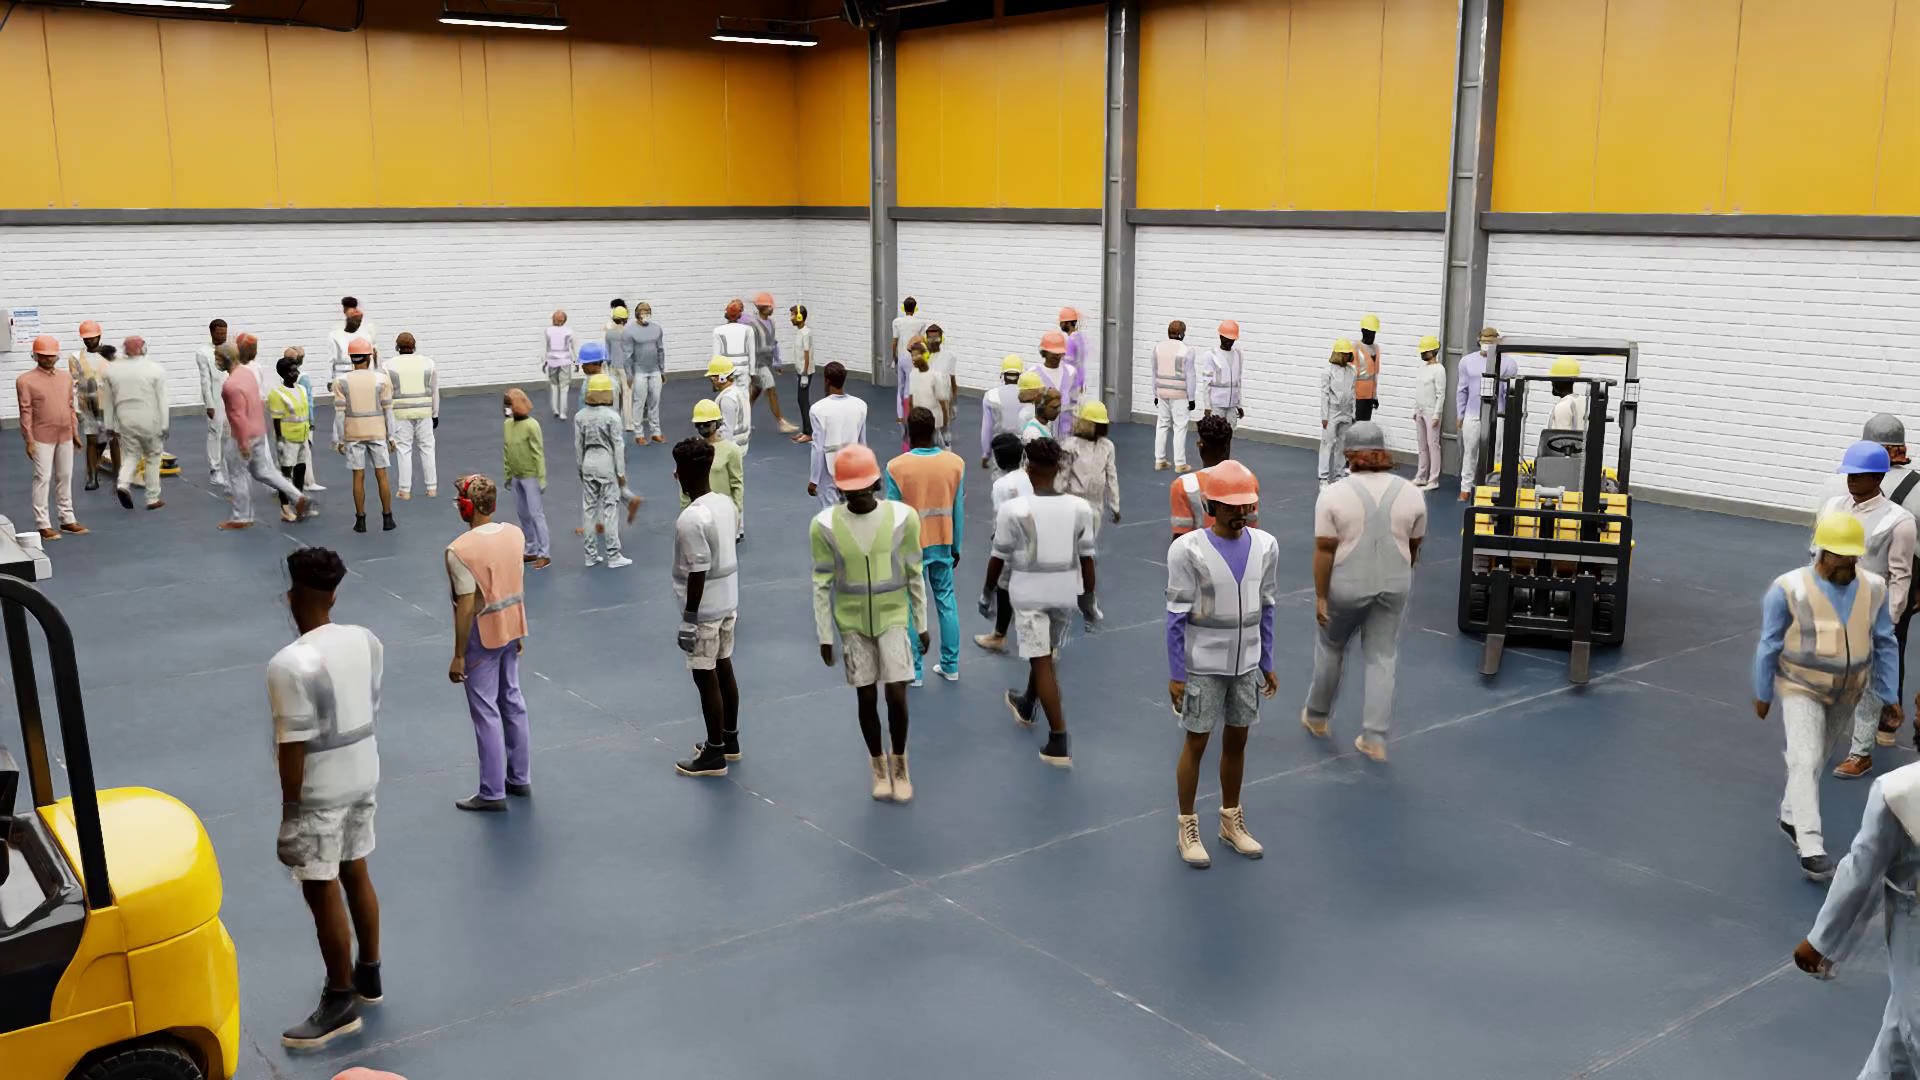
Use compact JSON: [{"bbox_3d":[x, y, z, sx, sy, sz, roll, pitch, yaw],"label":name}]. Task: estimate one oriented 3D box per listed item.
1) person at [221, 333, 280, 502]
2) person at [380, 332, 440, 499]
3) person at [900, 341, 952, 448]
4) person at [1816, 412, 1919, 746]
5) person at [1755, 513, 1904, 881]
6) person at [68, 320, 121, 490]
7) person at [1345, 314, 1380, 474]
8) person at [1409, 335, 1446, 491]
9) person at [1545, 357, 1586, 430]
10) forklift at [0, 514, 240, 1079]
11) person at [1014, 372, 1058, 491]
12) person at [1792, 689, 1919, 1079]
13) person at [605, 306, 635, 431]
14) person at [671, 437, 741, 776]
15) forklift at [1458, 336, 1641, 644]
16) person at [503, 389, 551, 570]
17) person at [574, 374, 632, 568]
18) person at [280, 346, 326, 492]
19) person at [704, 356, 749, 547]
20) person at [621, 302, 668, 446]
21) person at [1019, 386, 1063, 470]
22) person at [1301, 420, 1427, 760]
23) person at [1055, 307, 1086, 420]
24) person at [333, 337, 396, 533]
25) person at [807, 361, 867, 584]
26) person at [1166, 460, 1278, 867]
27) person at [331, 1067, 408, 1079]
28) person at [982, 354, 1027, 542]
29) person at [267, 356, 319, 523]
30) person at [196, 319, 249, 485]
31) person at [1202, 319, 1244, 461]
[{"bbox_3d":[-7.643,-1.302,17.974,0.919,1.838,0.597,4,12,18],"label":"person"},{"bbox_3d":[-6.051,-1.367,18.323,0.624,1.844,0.429,-7,13,-29],"label":"person"},{"bbox_3d":[-0.328,-1.206,17.644,1.008,1.815,0.485,-8,14,-34],"label":"person"},{"bbox_3d":[5.545,0.223,10.160,0.681,2.000,0.535,3,12,15],"label":"person"},{"bbox_3d":[4.301,0.759,8.181,0.614,1.789,0.898,-1,12,-4],"label":"person"},{"bbox_3d":[-9.765,-1.526,18.857,0.552,1.934,0.373,-5,13,-22],"label":"person"},{"bbox_3d":[4.842,-1.741,19.929,0.590,1.923,0.383,-11,16,-42],"label":"person"},{"bbox_3d":[5.300,-1.442,18.886,0.320,1.762,0.522,-3,12,-14],"label":"person"},{"bbox_3d":[5.280,-0.648,14.637,0.368,1.925,0.594,7,14,30],"label":"person"},{"bbox_3d":[-3.687,1.115,5.480,2.313,2.155,1.214,-9,15,-36],"label":"forklift"},{"bbox_3d":[0.710,-0.688,15.354,0.486,1.718,0.498,-10,16,-41],"label":"person"},{"bbox_3d":[3.120,1.313,5.339,0.599,1.865,0.999,-4,12,-19],"label":"person"},{"bbox_3d":[-4.789,-2.425,23.618,0.537,1.769,0.318,7,13,29],"label":"person"},{"bbox_3d":[-1.469,0.380,9.584,0.361,1.962,0.612,3,12,13],"label":"person"},{"bbox_3d":[4.683,-0.471,13.136,1.214,2.155,2.313,4,12,20],"label":"forklift"},{"bbox_3d":[-3.897,-0.548,14.908,0.521,1.622,0.315,10,15,39],"label":"person"},{"bbox_3d":[-3.220,-0.624,14.978,0.492,1.740,0.325,5,13,22],"label":"person"},{"bbox_3d":[-7.469,-1.367,18.799,0.520,1.645,0.307,9,14,36],"label":"person"},{"bbox_3d":[-2.219,-0.846,15.875,0.403,1.818,0.601,-1,12,-3],"label":"person"},{"bbox_3d":[-4.218,-2.223,22.260,0.386,1.927,0.641,11,16,43],"label":"person"},{"bbox_3d":[0.644,-0.342,13.433,0.362,1.820,0.542,2,12,10],"label":"person"},{"bbox_3d":[2.411,0.244,10.055,0.694,2.000,0.887,-1,12,-4],"label":"person"},{"bbox_3d":[1.327,-2.017,21.265,0.643,1.915,0.576,3,12,15],"label":"person"},{"bbox_3d":[-5.907,-1.043,16.530,0.552,1.933,0.368,-4,13,-21],"label":"person"},{"bbox_3d":[-1.047,-0.577,14.318,0.596,1.918,0.380,-11,16,-43],"label":"person"},{"bbox_3d":[1.318,0.610,8.282,0.612,2.043,0.374,-5,13,-22],"label":"person"},{"bbox_3d":[-1.040,1.818,3.172,0.337,1.743,0.560,4,12,18],"label":"person"},{"bbox_3d":[0.496,-0.864,15.918,0.600,1.830,0.404,-2,12,-9],"label":"person"},{"bbox_3d":[-6.845,-1.036,17.071,0.316,1.695,0.542,3,12,14],"label":"person"},{"bbox_3d":[-8.585,-1.606,19.302,0.395,1.915,0.587,2,12,11],"label":"person"},{"bbox_3d":[3.031,-1.563,19.059,0.543,1.928,0.373,-6,13,-27],"label":"person"}]
